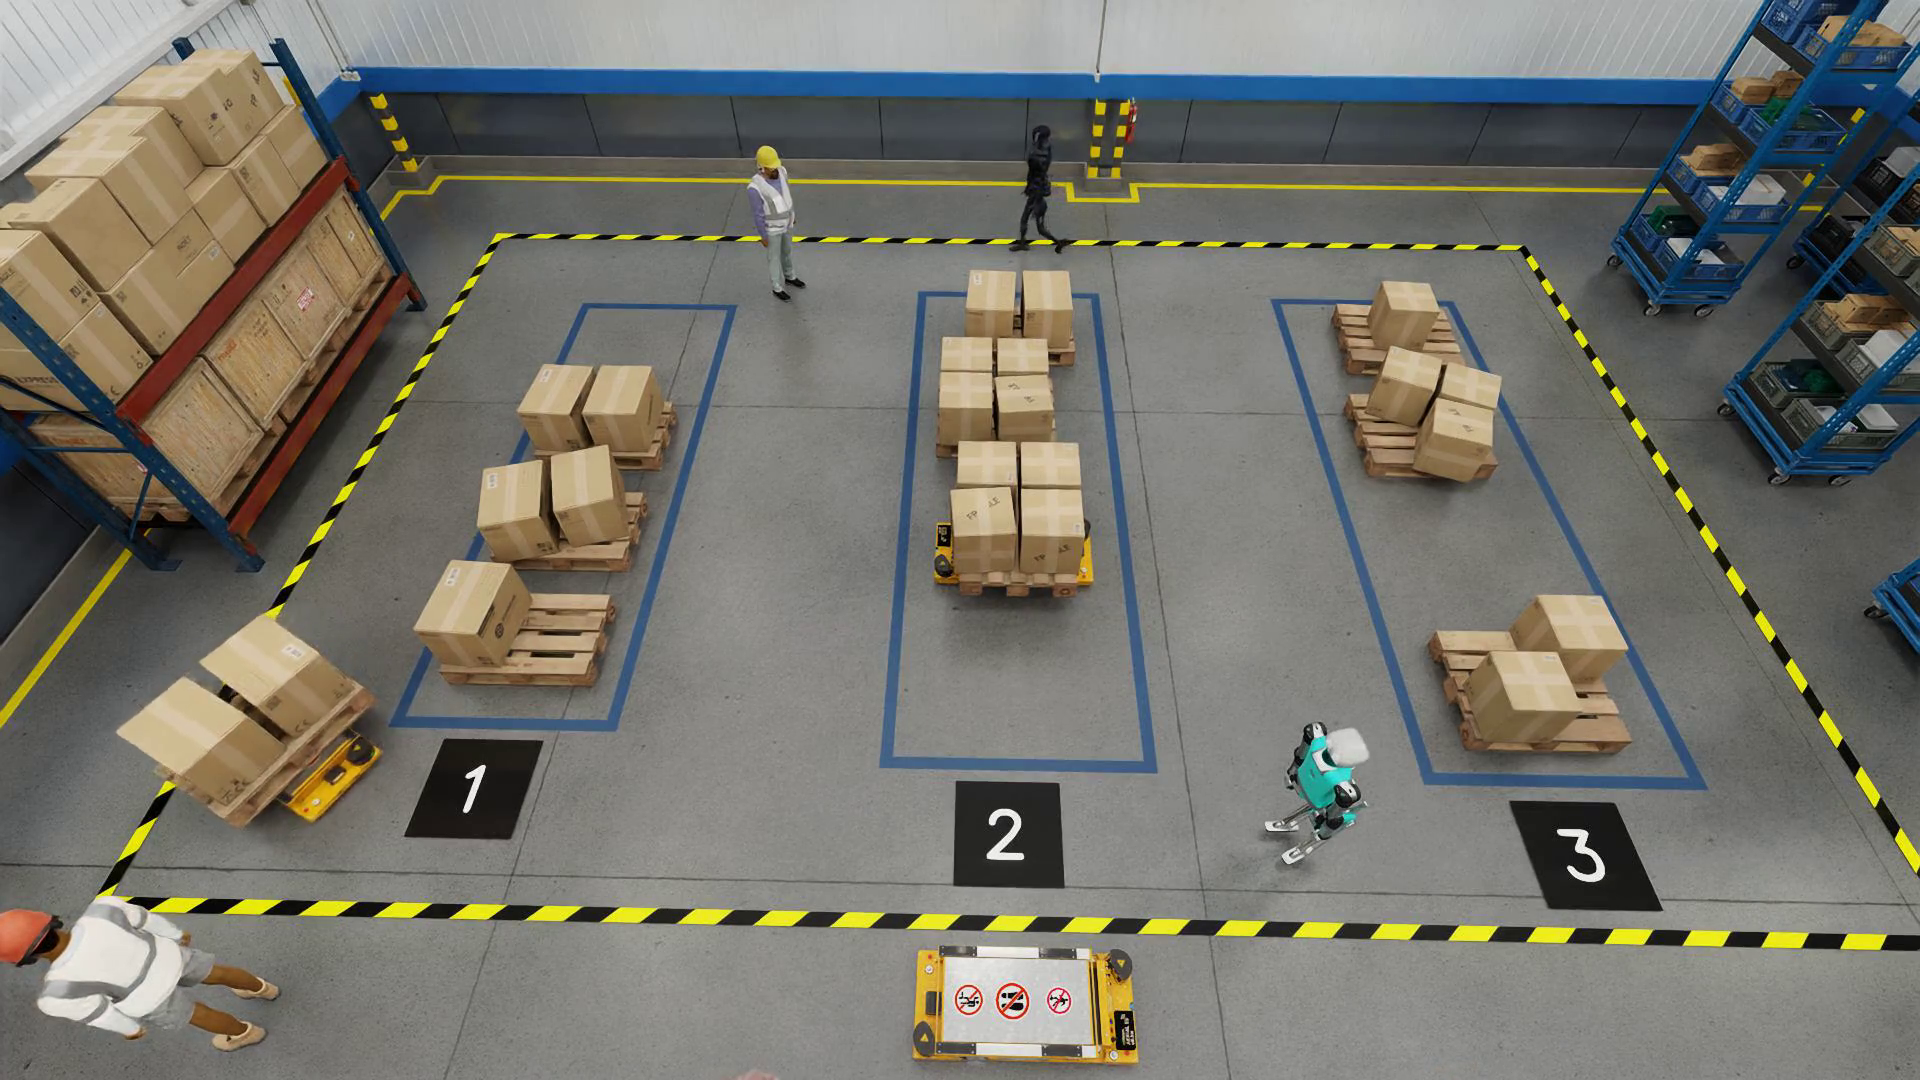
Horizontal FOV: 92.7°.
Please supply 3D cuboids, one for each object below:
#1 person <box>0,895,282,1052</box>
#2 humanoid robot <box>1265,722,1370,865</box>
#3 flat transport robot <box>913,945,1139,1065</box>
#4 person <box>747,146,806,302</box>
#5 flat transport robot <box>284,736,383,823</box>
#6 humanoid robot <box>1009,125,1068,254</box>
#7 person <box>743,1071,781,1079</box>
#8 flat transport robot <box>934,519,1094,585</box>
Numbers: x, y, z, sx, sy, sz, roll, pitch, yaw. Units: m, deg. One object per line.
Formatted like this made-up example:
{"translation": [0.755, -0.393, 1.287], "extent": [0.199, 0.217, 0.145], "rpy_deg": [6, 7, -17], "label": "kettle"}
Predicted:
{"translation": [-4.699, 2.534, 5.283], "extent": [0.389, 2.033, 0.605], "rpy_deg": [-2, 51, -1], "label": "person"}
{"translation": [2.501, 1.681, 6.084], "extent": [0.735, 1.673, 0.533], "rpy_deg": [-11, 52, -9], "label": "humanoid robot"}
{"translation": [0.422, 3.041, 6.007], "extent": [1.431, 0.231, 0.659], "rpy_deg": [1, 51, 1], "label": "flat transport robot"}
{"translation": [-2.067, -3.594, 10.406], "extent": [0.404, 1.829, 0.599], "rpy_deg": [24, 55, 18], "label": "person"}
{"translation": [-5.320, 1.590, 7.171], "extent": [1.431, 0.197, 0.652], "rpy_deg": [22, 54, 17], "label": "flat transport robot"}
{"translation": [0.983, -4.170, 11.000], "extent": [0.690, 1.649, 0.599], "rpy_deg": [-7, 51, -6], "label": "humanoid robot"}
{"translation": [-0.939, 3.204, 4.911], "extent": [0.596, 1.747, 0.545], "rpy_deg": [-5, 51, -4], "label": "person"}
{"translation": [0.490, 0.087, 8.397], "extent": [1.431, 0.197, 0.652], "rpy_deg": [1, 51, 1], "label": "flat transport robot"}
